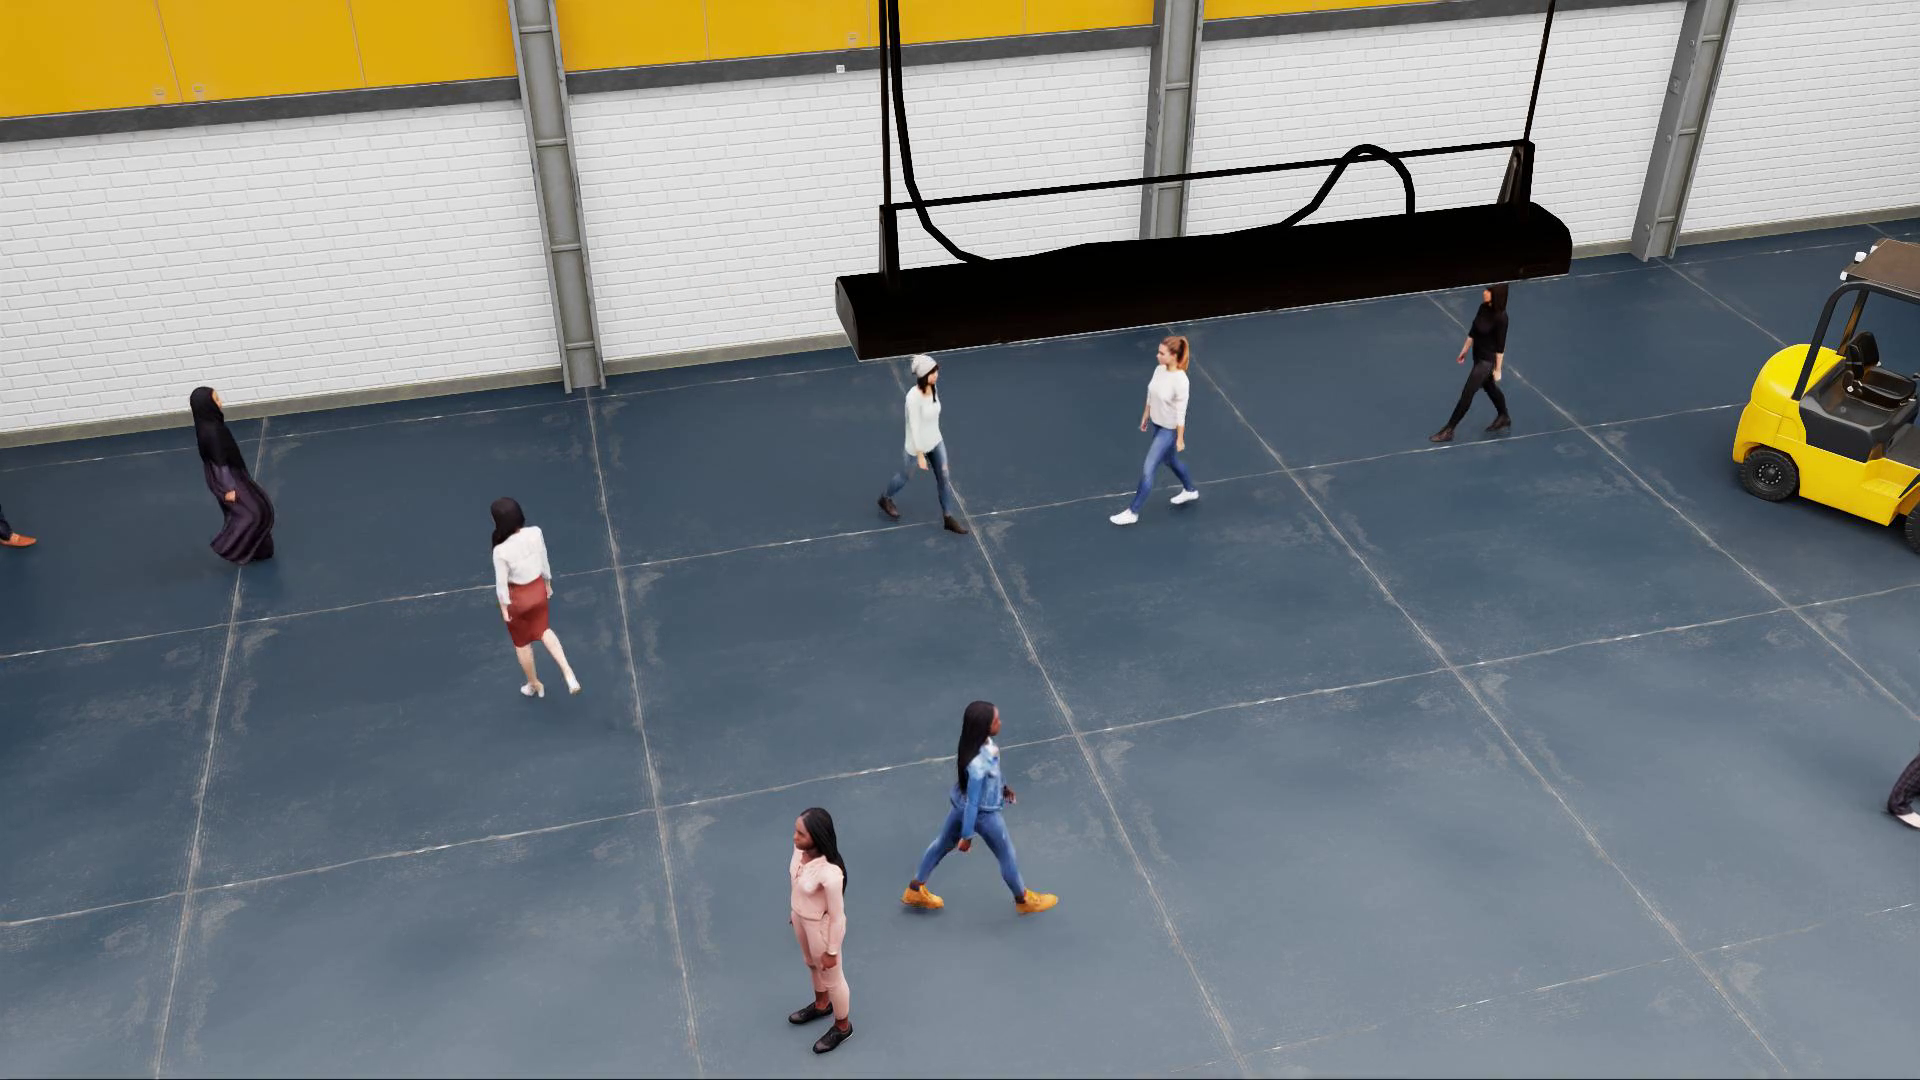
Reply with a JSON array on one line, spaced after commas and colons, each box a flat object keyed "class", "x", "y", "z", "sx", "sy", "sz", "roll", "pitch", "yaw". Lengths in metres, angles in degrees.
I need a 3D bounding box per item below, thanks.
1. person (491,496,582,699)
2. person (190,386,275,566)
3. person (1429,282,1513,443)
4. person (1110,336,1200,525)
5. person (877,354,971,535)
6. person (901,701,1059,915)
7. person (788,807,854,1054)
[{"class": "person", "x": -3.023, "y": 0.473, "z": 11.803, "sx": 0.916, "sy": 1.736, "sz": 0.883, "roll": 23, "pitch": 40, "yaw": 31}, {"class": "person", "x": -5.961, "y": -0.491, "z": 13.368, "sx": 0.810, "sy": 1.608, "sz": 0.677, "roll": -13, "pitch": 36, "yaw": -19}, {"class": "person", "x": 4.838, "y": -1.634, "z": 15.094, "sx": 1.071, "sy": 1.602, "sz": 0.608, "roll": -7, "pitch": 34, "yaw": -11}, {"class": "person", "x": 1.801, "y": -0.933, "z": 13.975, "sx": 1.097, "sy": 1.673, "sz": 0.623, "roll": -10, "pitch": 35, "yaw": -14}, {"class": "person", "x": -0.384, "y": -0.800, "z": 13.831, "sx": 1.105, "sy": 1.611, "sz": 1.086, "roll": 20, "pitch": 39, "yaw": 28}, {"class": "person", "x": -0.004, "y": 1.663, "z": 10.078, "sx": 1.232, "sy": 1.662, "sz": 0.726, "roll": -4, "pitch": 34, "yaw": -5}, {"class": "person", "x": -0.783, "y": 2.152, "z": 9.289, "sx": 0.641, "sy": 1.721, "sz": 0.679, "roll": -20, "pitch": 38, "yaw": -27}]
